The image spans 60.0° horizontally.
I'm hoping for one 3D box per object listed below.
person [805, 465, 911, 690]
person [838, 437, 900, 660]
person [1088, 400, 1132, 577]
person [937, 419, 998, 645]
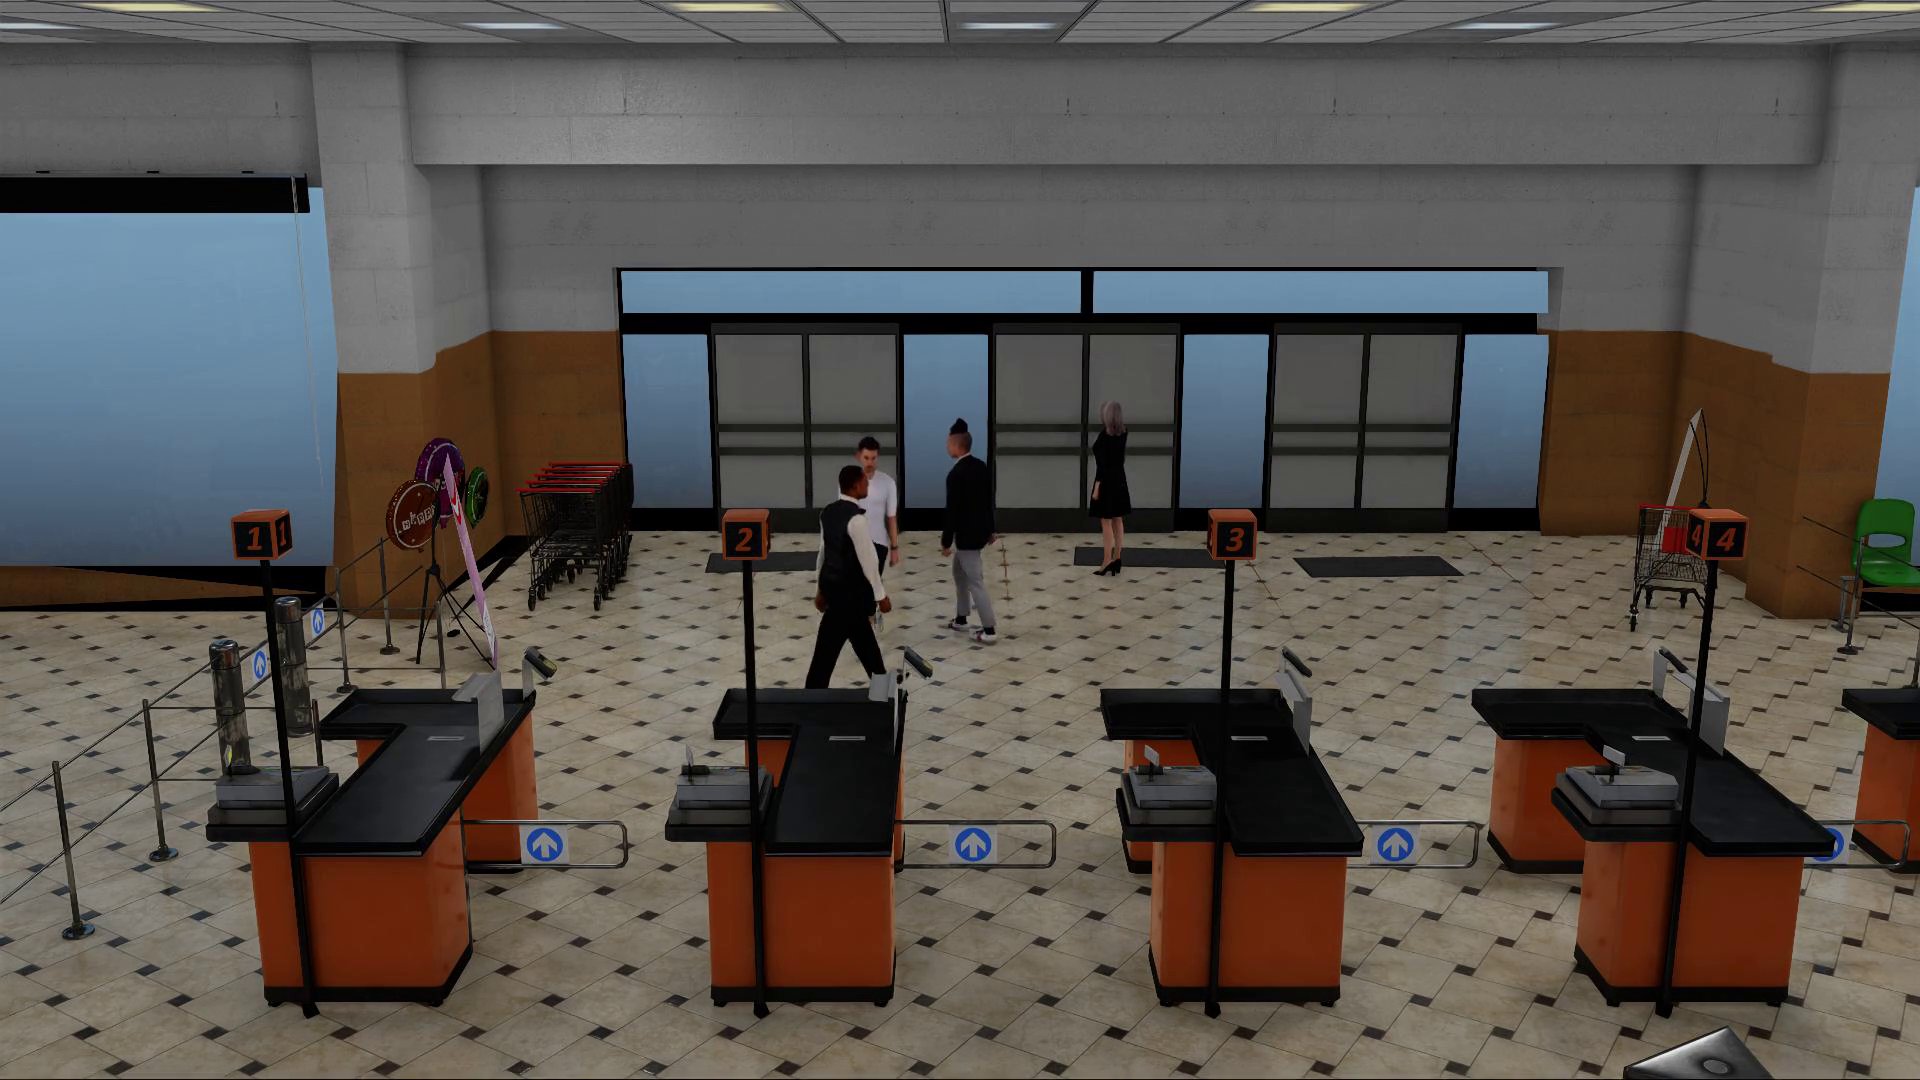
[{"bbox_3d":[-0.947,0.424,12.223,1.145,1.871,1.264,-8,16,-30],"label":"person"},{"bbox_3d":[-0.771,0.033,13.939,0.808,1.823,1.138,2,14,9],"label":"person"},{"bbox_3d":[1.473,-0.518,16.371,0.757,1.747,0.690,12,18,40],"label":"person"},{"bbox_3d":[0.173,-0.045,14.034,1.023,1.930,0.972,8,16,31],"label":"person"}]
